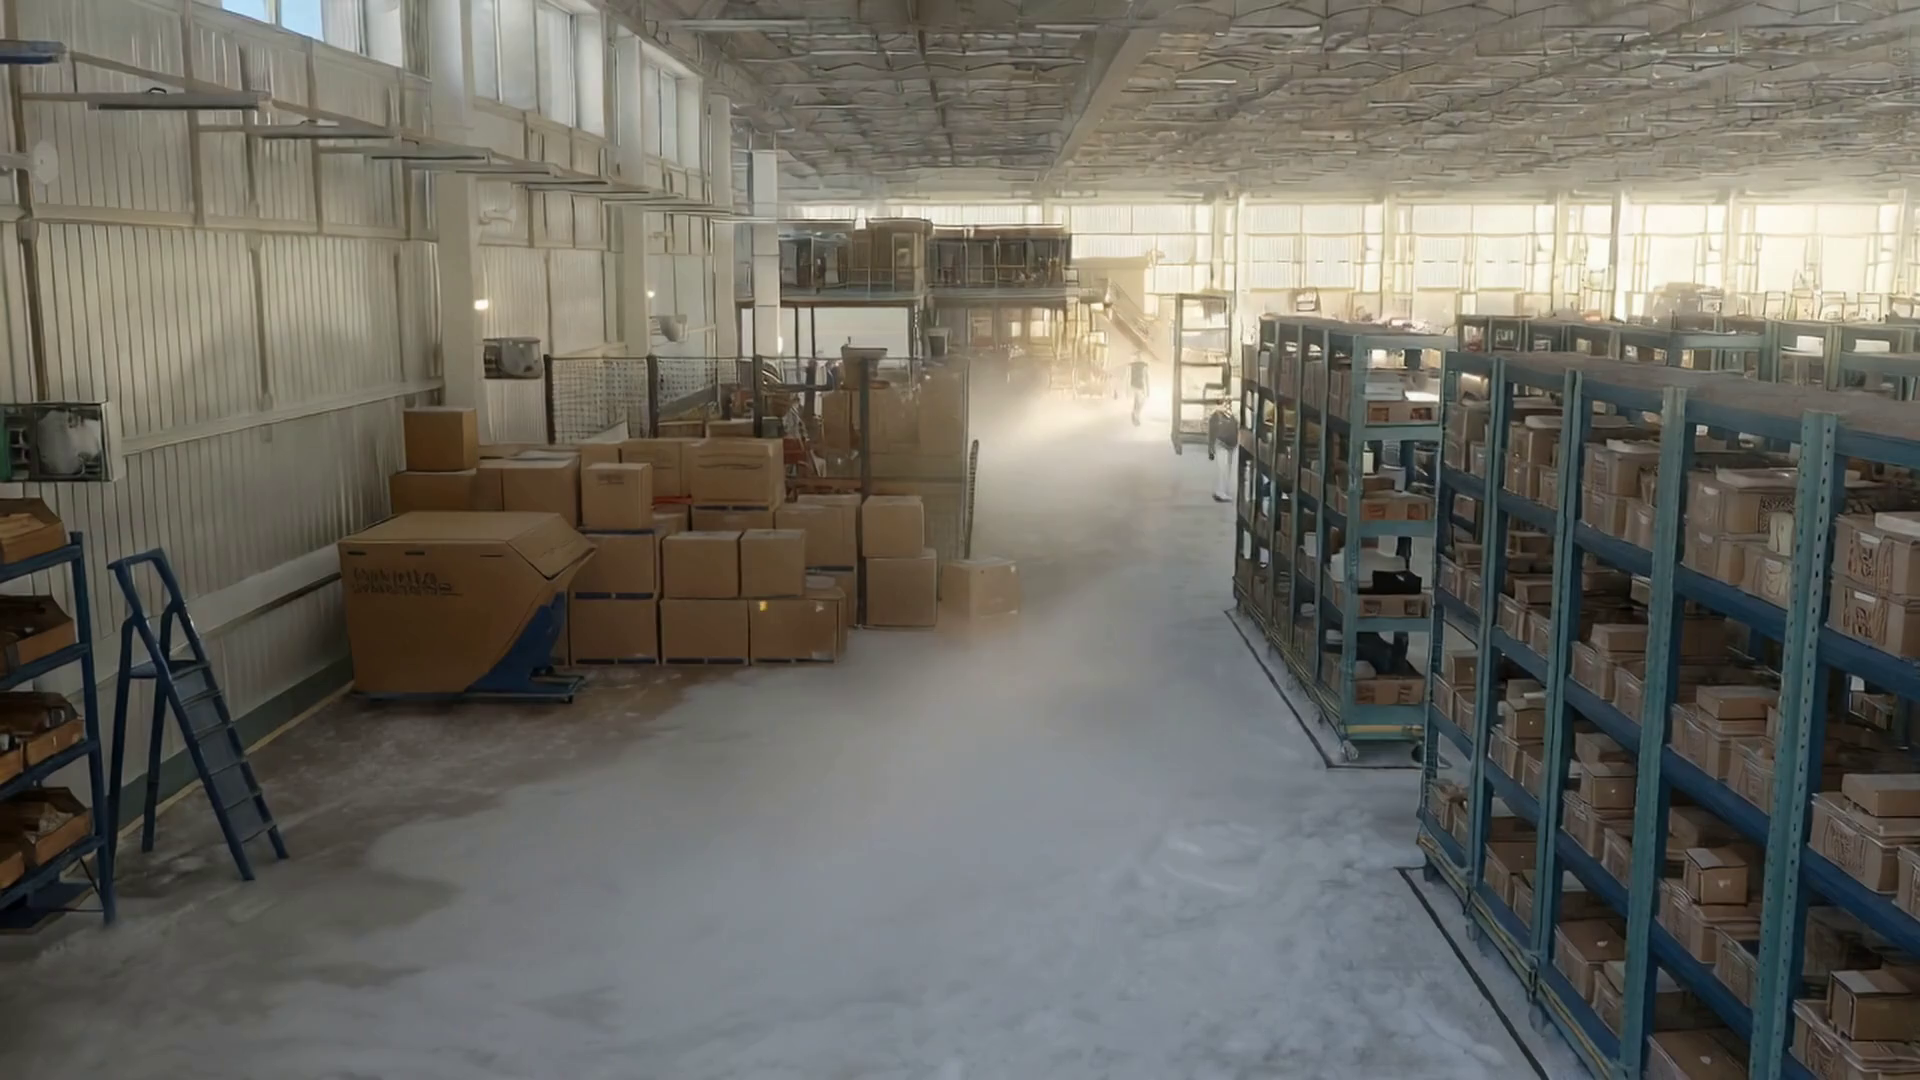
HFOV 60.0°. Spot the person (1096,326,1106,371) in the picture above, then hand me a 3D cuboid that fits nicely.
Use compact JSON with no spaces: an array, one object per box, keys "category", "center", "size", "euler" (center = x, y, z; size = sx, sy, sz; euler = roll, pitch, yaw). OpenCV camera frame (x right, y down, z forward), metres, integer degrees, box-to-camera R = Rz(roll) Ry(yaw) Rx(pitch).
[{"category":"person","center":[5.768,-7.794,67.876],"size":[0.345,1.839,0.501],"euler":[-3,10,-20]}]

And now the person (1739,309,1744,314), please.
[{"category":"person","center":[44.263,-12.130,94.286],"size":[0.542,1.938,0.358],"euler":[-2,10,-14]}]

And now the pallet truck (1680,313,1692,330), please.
[{"category":"pallet truck","center":[36.315,-10.531,84.244],"size":[0.823,1.965,1.885],"euler":[-6,11,-33]}]

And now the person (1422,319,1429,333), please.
[{"category":"person","center":[21.609,-9.316,77.193],"size":[0.500,1.853,0.508],"euler":[-5,11,-29]}]

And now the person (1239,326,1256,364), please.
[{"category":"person","center":[12.089,-8.093,69.378],"size":[0.614,1.942,0.790],"euler":[-9,13,-44]}]

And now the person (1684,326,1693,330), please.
[{"category":"person","center":[37.191,-10.562,84.976],"size":[0.643,1.817,0.453],"euler":[-5,11,-29]}]

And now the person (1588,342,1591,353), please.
[{"category":"person","center":[25.785,-7.727,67.297],"size":[0.859,1.890,0.591],"euler":[-2,9,-13]}]

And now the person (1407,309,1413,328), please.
[{"category":"person","center":[25.592,-12.173,94.625],"size":[0.399,1.918,0.587],"euler":[5,11,29]}]

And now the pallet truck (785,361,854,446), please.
[{"category":"pallet truck","center":[-3.410,-3.193,38.978],"size":[1.885,1.965,0.823],"euler":[0,9,-1]}]

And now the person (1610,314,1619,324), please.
[{"category":"person","center":[33.295,-10.603,84.921],"size":[0.600,1.915,0.644],"euler":[-4,10,-23]}]

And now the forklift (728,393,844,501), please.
[{"category":"forklift","center":[-2.979,-1.316,26.476],"size":[2.680,1.987,1.157],"euler":[0,9,1]}]

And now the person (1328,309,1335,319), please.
[{"category":"person","center":[20.855,-11.943,93.167],"size":[0.581,1.933,0.621],"euler":[7,12,37]}]

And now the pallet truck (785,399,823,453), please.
[{"category":"pallet truck","center":[-3.814,-2.432,36.419],"size":[1.630,1.274,0.653],"euler":[0,9,1]}]

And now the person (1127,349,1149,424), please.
[{"category":"person","center":[4.699,-4.063,44.252],"size":[0.634,2.029,0.627],"euler":[7,11,35]}]

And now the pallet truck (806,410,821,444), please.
[{"category":"pallet truck","center":[-3.559,-2.018,33.905],"size":[1.522,1.261,0.704],"euler":[0,9,-1]}]

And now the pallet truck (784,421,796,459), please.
[{"category":"pallet truck","center":[-4.013,-1.793,32.705],"size":[1.601,1.201,0.680],"euler":[0,9,1]}]

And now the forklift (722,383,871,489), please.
[{"category":"forklift","center":[-2.893,-1.687,28.729],"size":[2.680,1.987,1.157],"euler":[0,9,-1]}]

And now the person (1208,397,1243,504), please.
[{"category":"person","center":[4.721,-1.583,29.370],"size":[0.644,1.890,0.511],"euler":[-6,11,-32]}]

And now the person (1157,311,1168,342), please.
[{"category":"person","center":[11.700,-12.306,95.773],"size":[0.620,1.812,0.901],"euler":[7,12,38]}]

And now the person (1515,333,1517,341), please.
[{"category":"person","center":[20.959,-6.900,62.108],"size":[0.853,1.912,0.549],"euler":[-1,9,-5]}]

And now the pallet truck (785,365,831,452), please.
[{"category":"pallet truck","center":[-3.774,-2.976,37.635],"size":[1.885,1.965,0.823],"euler":[1,9,5]}]

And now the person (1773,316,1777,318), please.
[{"category":"person","center":[39.463,-9.899,80.687],"size":[0.350,1.884,0.583],"euler":[6,11,33]}]
